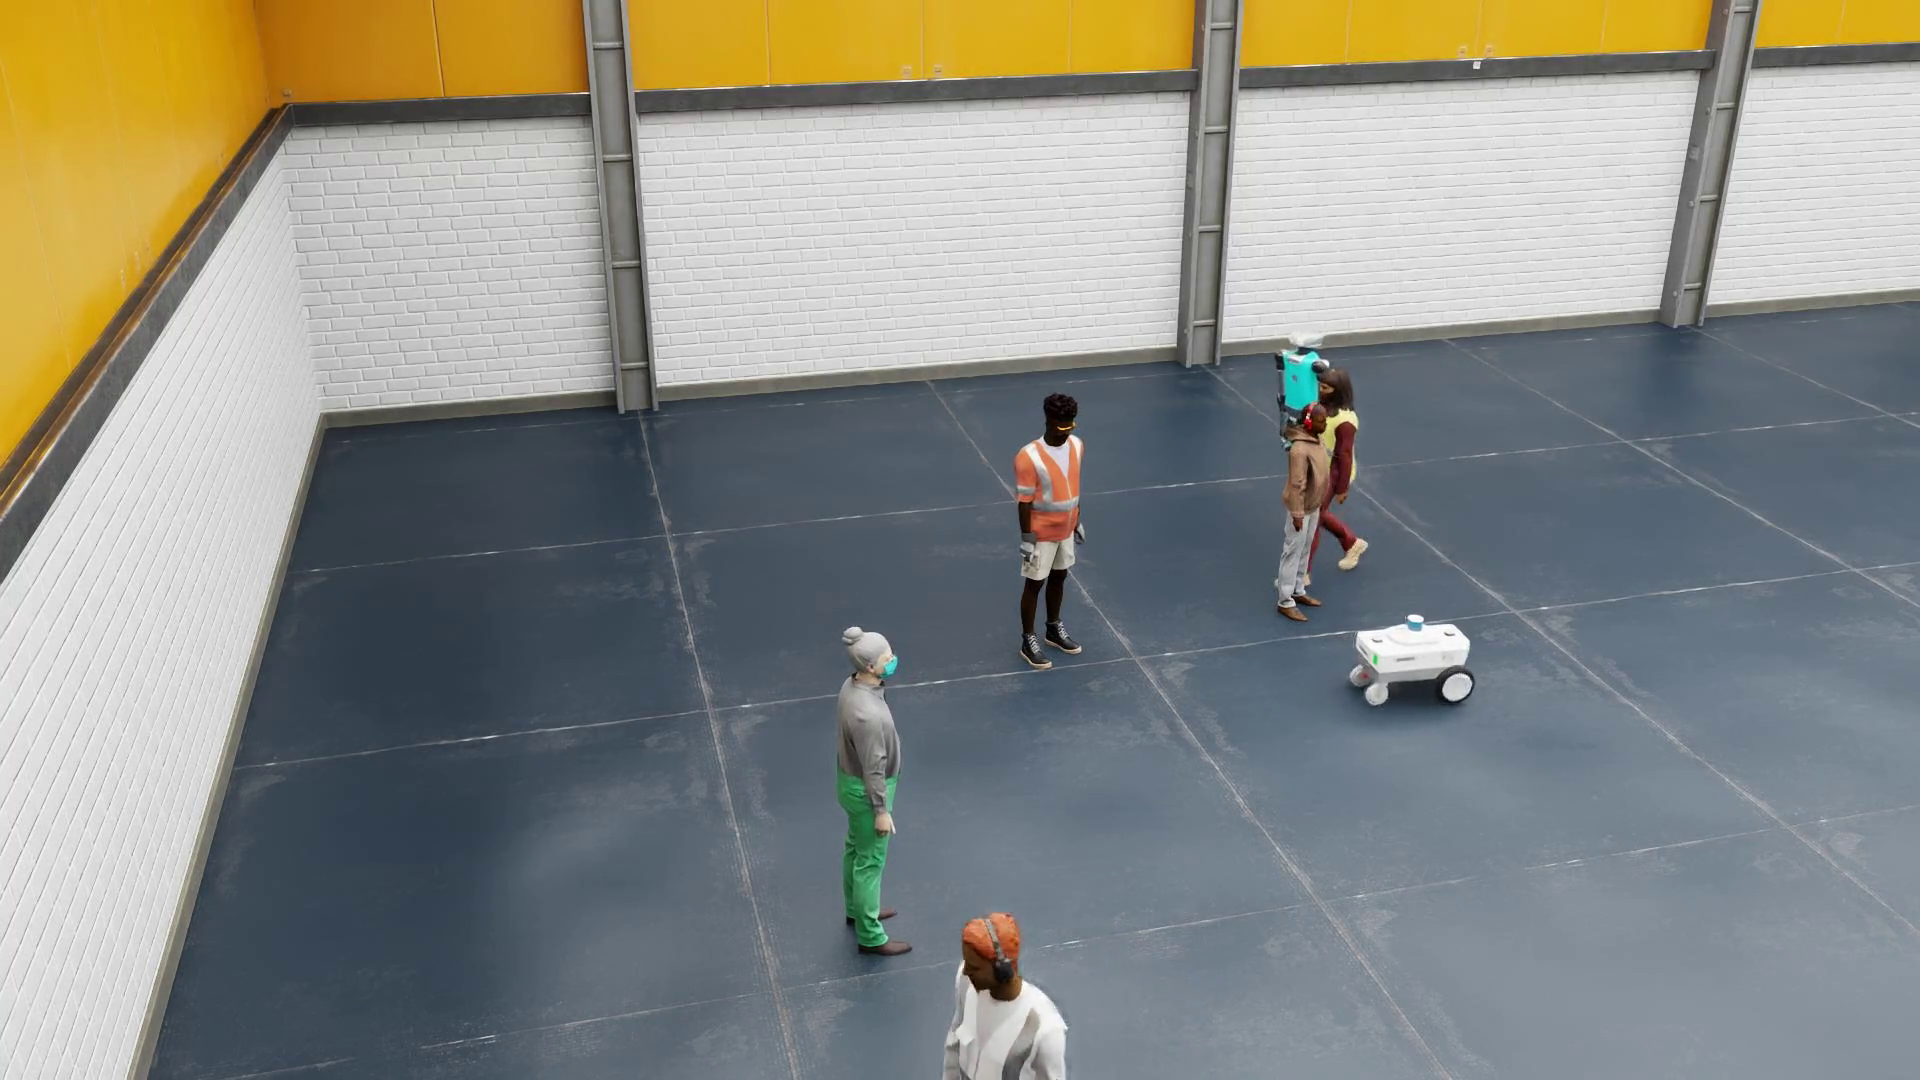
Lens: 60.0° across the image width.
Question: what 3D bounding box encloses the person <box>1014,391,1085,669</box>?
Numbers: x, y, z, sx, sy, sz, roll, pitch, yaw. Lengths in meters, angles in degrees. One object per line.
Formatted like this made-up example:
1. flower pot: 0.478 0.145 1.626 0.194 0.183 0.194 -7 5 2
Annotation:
1. person: 0.632 -0.082 11.451 0.602 1.958 0.368 -21 31 -40

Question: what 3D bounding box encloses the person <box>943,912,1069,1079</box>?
1. person: 0.139 2.228 6.307 0.419 1.867 0.596 -16 28 -32

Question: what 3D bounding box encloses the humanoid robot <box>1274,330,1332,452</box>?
1. humanoid robot: 2.932 -0.829 13.547 0.795 1.892 0.553 -17 29 -33

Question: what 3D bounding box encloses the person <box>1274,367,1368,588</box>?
1. person: 2.810 -0.488 12.634 0.754 1.746 0.472 -6 24 -13

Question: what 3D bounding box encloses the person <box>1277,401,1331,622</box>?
1. person: 2.507 -0.230 12.162 0.339 1.651 0.457 14 27 29

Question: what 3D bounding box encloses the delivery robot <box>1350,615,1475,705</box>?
1. delivery robot: 3.062 0.798 11.210 0.799 0.608 0.499 -4 24 -9

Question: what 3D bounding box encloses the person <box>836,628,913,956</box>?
1. person: -0.460 1.270 8.532 0.345 1.838 0.512 -5 24 -12
